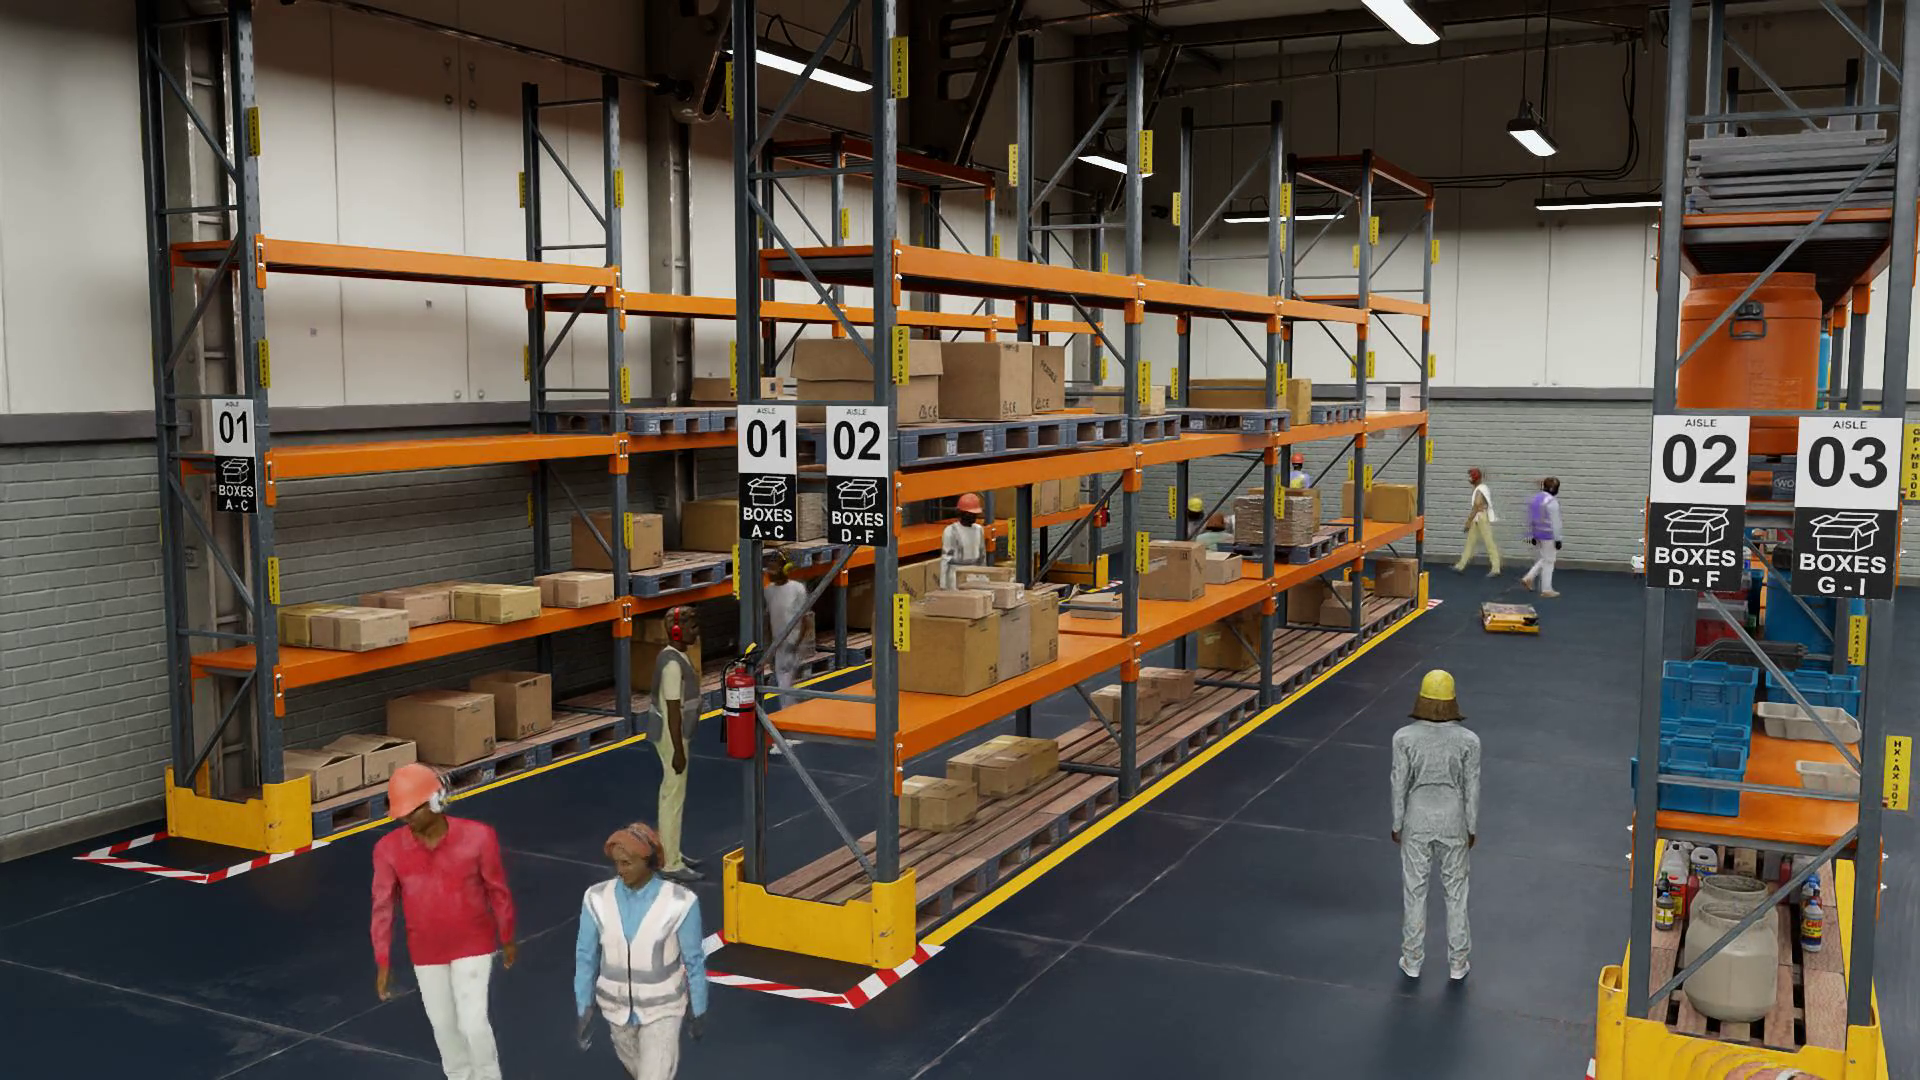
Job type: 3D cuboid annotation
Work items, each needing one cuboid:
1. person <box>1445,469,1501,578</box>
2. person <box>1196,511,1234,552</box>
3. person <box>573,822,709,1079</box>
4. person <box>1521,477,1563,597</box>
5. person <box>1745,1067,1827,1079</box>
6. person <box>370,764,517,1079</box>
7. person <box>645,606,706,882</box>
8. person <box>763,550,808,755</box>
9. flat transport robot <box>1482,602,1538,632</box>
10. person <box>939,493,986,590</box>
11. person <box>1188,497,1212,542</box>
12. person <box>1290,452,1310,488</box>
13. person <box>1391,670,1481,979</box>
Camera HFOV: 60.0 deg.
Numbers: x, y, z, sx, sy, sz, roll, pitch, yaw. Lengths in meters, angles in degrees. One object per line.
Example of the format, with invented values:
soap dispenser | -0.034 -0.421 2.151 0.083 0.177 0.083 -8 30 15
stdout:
person | 8.478 -0.275 27.355 0.949 1.784 0.611 2 6 16
person | 3.226 0.455 21.024 0.507 1.632 0.268 0 6 3
person | -1.301 1.933 6.881 0.509 1.589 0.910 1 6 11
person | 8.796 -0.044 24.966 0.467 1.823 0.621 0 6 -4
person | 1.858 2.122 3.757 0.641 1.857 0.987 -3 7 -28
person | -2.309 1.815 7.440 0.590 1.702 0.541 0 6 -3
person | -1.927 1.360 11.218 0.391 1.842 0.564 -1 6 -9
person | -1.562 0.996 14.866 0.516 1.821 0.668 5 8 40
flat transport robot | 7.305 1.017 22.118 0.652 0.197 1.431 2 6 15
person | 0.065 0.478 18.923 0.668 2.030 0.434 -6 8 -43
person | 3.278 0.205 23.283 0.509 1.676 0.964 1 6 12
person | 6.034 -0.597 29.764 0.551 1.942 0.345 5 8 39
person | 2.675 1.597 9.390 0.487 1.744 0.312 1 6 13
